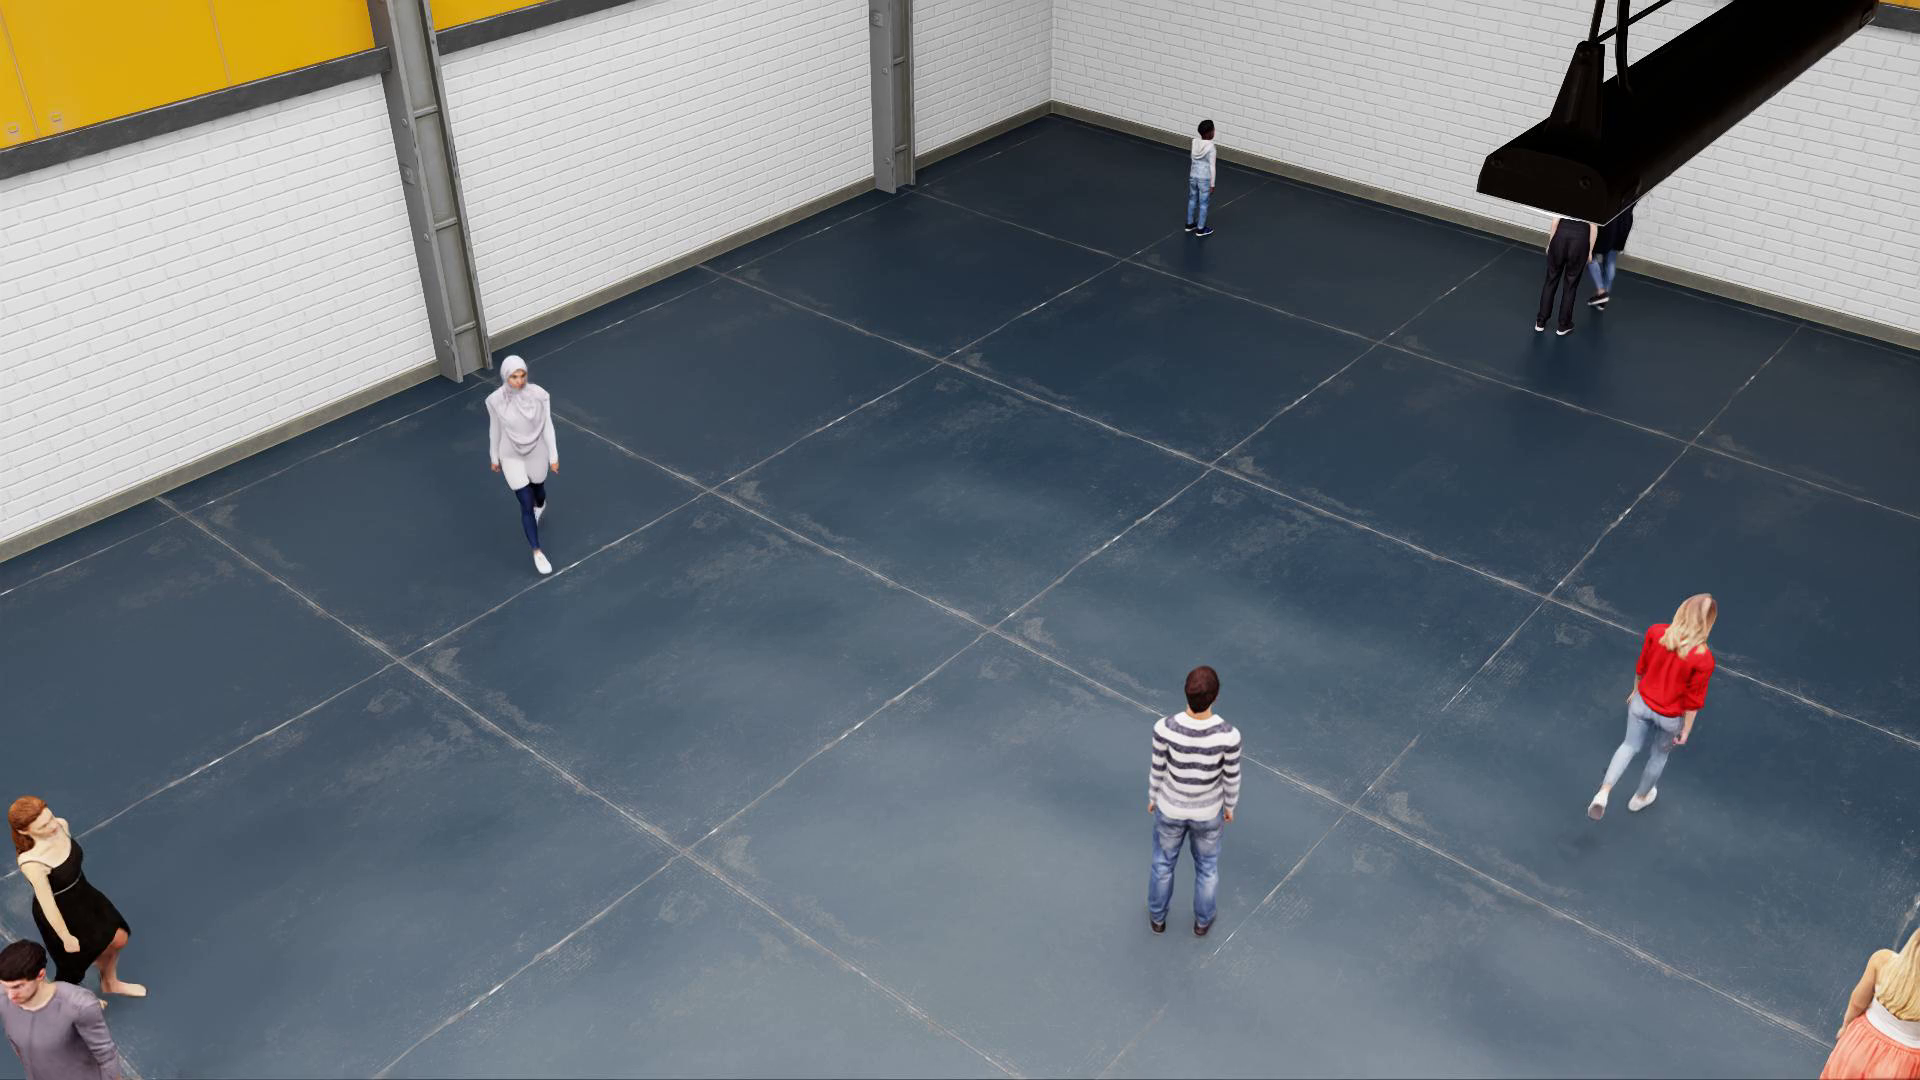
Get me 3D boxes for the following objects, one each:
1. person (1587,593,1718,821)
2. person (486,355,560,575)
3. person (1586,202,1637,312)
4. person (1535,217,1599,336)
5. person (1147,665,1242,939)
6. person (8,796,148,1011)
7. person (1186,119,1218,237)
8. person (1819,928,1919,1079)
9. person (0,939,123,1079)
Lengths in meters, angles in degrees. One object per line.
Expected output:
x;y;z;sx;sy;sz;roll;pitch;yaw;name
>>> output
4.178;1.055;10.042;0.962;1.689;0.731;-24;40;-31;person
-3.300;-0.651;12.571;1.148;1.731;1.078;-9;35;-13;person
6.341;-2.985;16.124;0.803;1.685;0.871;-8;34;-12;person
5.782;-2.795;15.781;0.624;1.748;0.570;18;38;25;person
1.280;1.475;9.263;0.721;1.853;0.713;6;34;8;person
-4.777;1.941;8.792;0.818;1.598;0.768;2;34;2;person
2.596;-3.914;17.906;0.520;1.258;0.497;-26;41;-33;person
4.337;2.455;7.834;0.651;1.803;0.683;-22;40;-30;person
-4.092;2.471;7.781;0.913;1.834;0.966;3;34;4;person
